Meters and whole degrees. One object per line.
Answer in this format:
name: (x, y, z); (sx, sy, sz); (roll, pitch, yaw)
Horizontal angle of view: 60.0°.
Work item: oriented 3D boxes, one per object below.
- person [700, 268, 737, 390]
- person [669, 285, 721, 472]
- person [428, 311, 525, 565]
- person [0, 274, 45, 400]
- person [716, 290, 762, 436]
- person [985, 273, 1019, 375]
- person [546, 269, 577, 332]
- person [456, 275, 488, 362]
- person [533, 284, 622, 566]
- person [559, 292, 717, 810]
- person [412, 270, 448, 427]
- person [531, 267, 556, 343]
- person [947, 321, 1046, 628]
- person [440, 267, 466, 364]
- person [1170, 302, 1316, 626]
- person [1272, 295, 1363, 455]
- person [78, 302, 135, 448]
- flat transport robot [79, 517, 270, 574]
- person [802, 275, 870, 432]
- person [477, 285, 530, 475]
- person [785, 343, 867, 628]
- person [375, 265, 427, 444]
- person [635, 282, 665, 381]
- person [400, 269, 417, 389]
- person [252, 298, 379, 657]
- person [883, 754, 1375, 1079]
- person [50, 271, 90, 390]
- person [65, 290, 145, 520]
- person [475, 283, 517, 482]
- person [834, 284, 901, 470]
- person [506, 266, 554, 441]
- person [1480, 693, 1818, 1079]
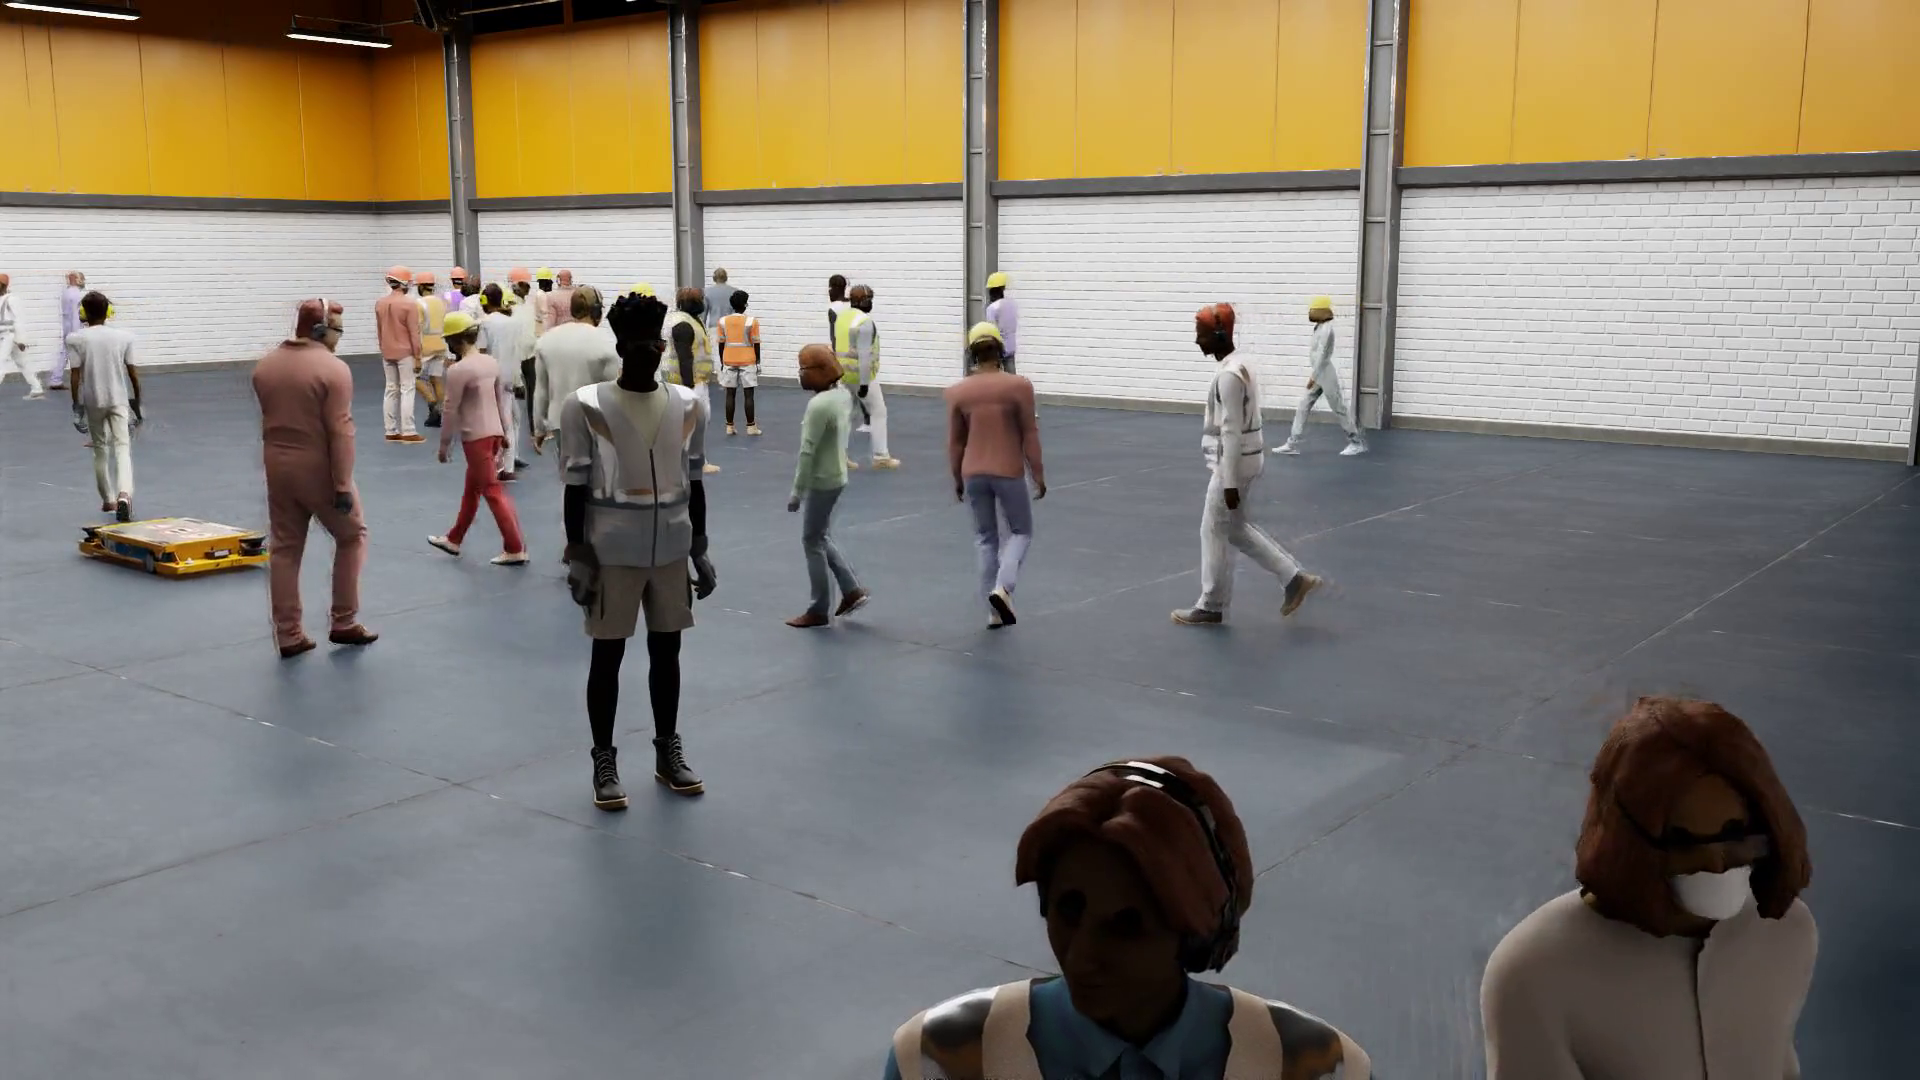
person: (-3.778, -3.325, 26.216); (0.648, 1.893, 0.934); (-3, 10, -19)
person: (-2.648, -1.543, 16.058); (0.569, 1.819, 0.636); (0, 10, 0)
person: (-3.360, -0.683, 11.289); (0.896, 1.712, 0.538); (3, 10, 16)
person: (-13.698, -2.888, 23.838); (0.992, 1.830, 0.581); (-9, 13, -41)
person: (-2.552, -2.046, 19.315); (0.540, 1.695, 0.317); (3, 10, 15)
person: (0.518, -2.338, 20.461); (0.924, 1.892, 0.598); (9, 13, 42)
person: (-5.421, -2.773, 22.954); (0.639, 1.904, 0.407); (-8, 13, -40)
person: (-6.200, -2.437, 21.199); (0.429, 1.840, 0.645); (2, 10, 14)
person: (-2.469, -0.712, 10.928); (0.650, 1.910, 0.582); (4, 10, 20)
person: (-1.231, 0.037, 6.403); (0.600, 1.967, 0.368); (-6, 11, -32)
person: (-6.473, -2.318, 20.239); (0.404, 1.918, 0.577); (5, 11, 27)
person: (-5.931, -2.931, 23.797); (0.366, 1.926, 0.594); (-5, 11, -26)
person: (0.200, -0.352, 9.339); (0.593, 1.728, 0.489); (4, 10, 21)
person: (-7.052, -2.888, 23.526); (0.552, 1.932, 0.377); (-5, 11, -25)
person: (1.591, -0.400, 9.291); (0.716, 1.855, 0.633); (3, 10, 16)
person: (3.829, -1.726, 17.495); (0.945, 1.690, 0.489); (-1, 10, -4)
person: (-9.385, -1.816, 18.180); (0.411, 1.620, 0.522); (-1, 10, -8)
flat transport robot: (-5.397, 0.024, 11.409); (1.431, 0.197, 0.652); (8, 13, 39)
person: (-1.401, -2.210, 19.787); (1.002, 1.868, 0.604); (6, 11, 30)
person: (-4.341, -1.519, 15.916); (0.509, 1.810, 0.661); (-5, 11, -25)
person: (-0.779, -0.295, 9.339); (0.366, 1.621, 0.516); (1, 10, 8)
person: (-6.233, -2.064, 18.577); (0.619, 1.990, 0.401); (5, 11, 25)
person: (-3.482, -1.942, 18.443); (0.615, 1.794, 0.874); (-7, 12, -35)
person: (-8.651, -3.309, 26.108); (0.440, 1.888, 0.668); (2, 10, 9)
person: (-3.401, -0.333, 8.814); (0.675, 1.872, 0.673); (3, 10, 18)
person: (0.163, 1.008, 1.713); (0.515, 1.636, 0.315); (0, 10, 2)
person: (-13.791, -3.270, 26.007); (0.665, 1.848, 1.013); (9, 13, 43)
person: (-6.818, -1.080, 13.306); (0.528, 1.842, 0.916); (-5, 11, -28)
person: (-4.305, -1.450, 15.411); (0.454, 1.846, 0.522); (7, 12, 35)
person: (-0.917, -1.580, 16.271); (0.791, 1.814, 0.640); (-7, 12, -34)
person: (-5.031, -2.105, 18.838); (0.795, 1.973, 0.628); (4, 11, 23)
person: (0.870, 0.978, 1.991); (0.506, 1.594, 0.757); (-3, 10, -15)
